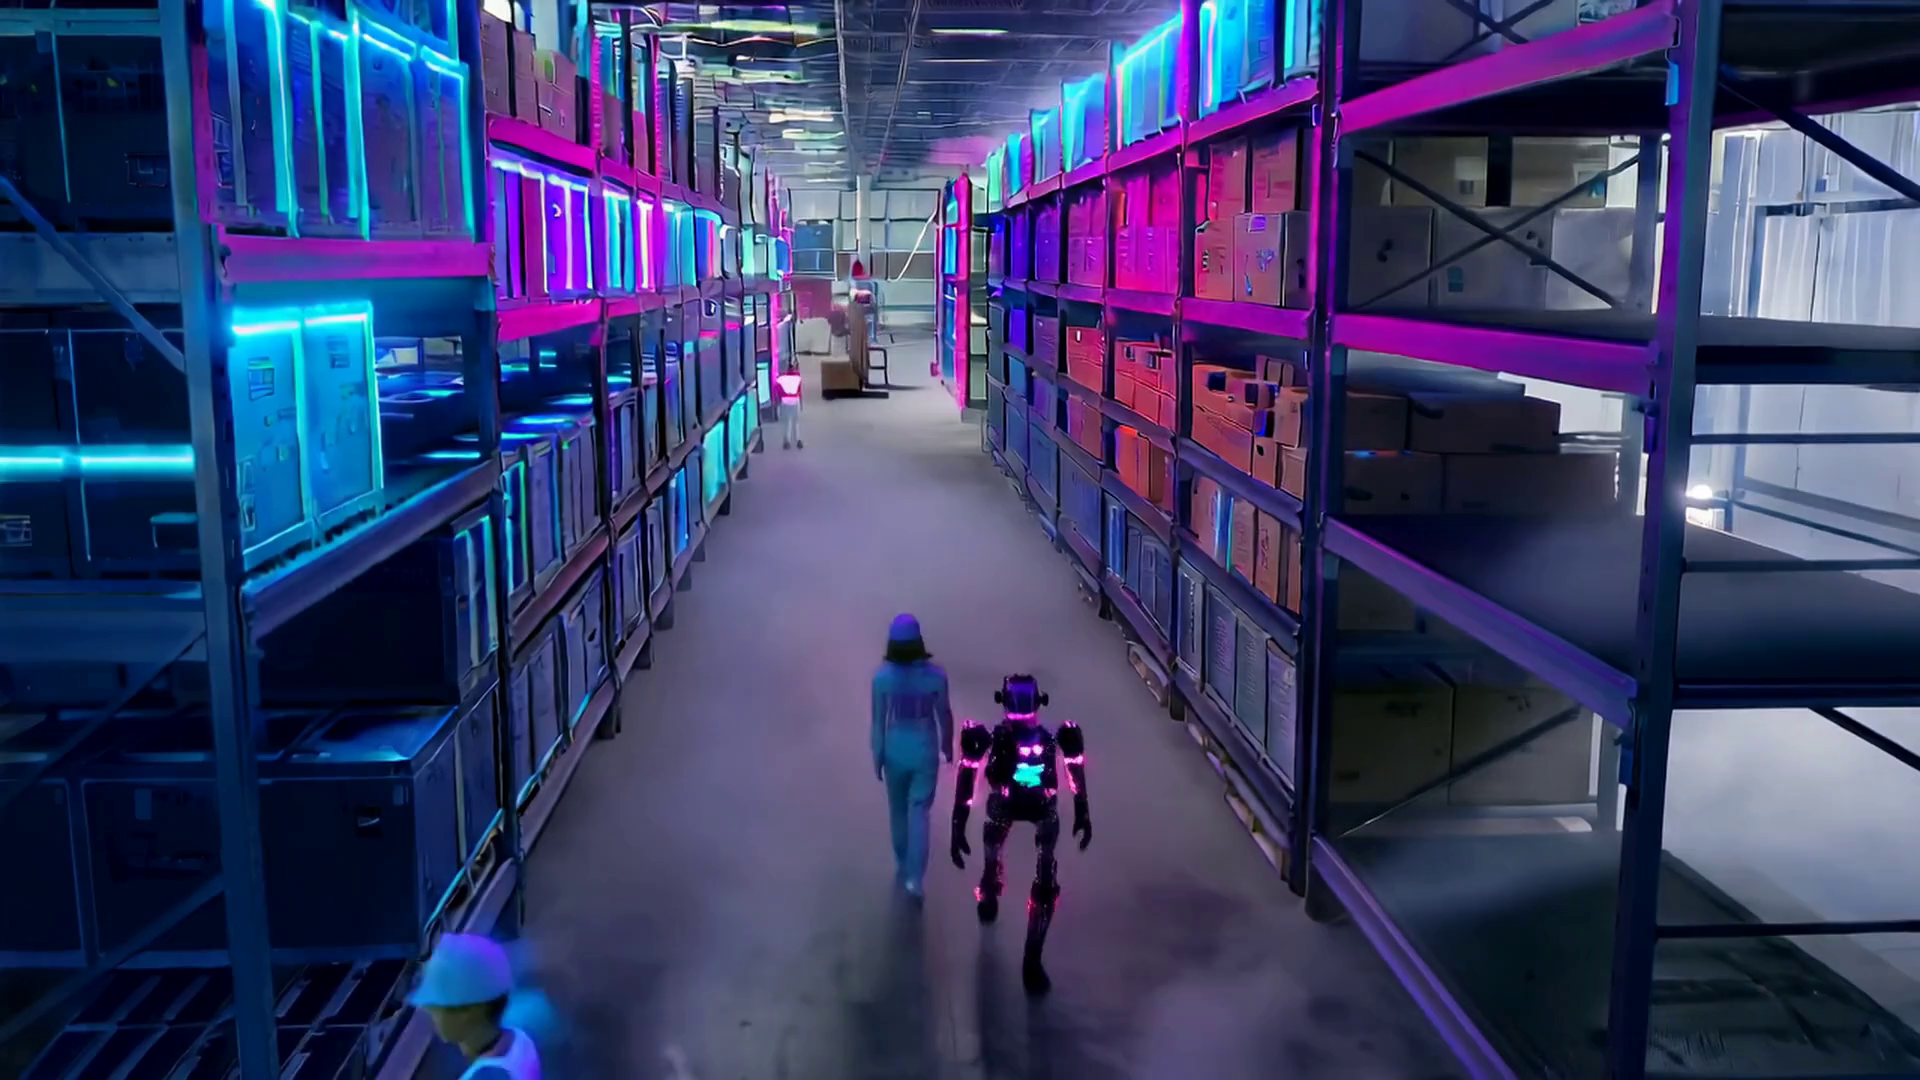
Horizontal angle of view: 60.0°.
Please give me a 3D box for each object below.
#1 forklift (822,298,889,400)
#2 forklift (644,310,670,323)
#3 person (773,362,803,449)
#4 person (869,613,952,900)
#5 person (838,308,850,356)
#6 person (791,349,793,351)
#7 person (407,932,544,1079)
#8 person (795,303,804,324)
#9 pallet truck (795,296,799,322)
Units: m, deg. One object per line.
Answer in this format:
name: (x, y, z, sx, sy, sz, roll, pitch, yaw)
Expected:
forklift: (-2.925, -5.338, 46.355, 1.873, 2.768, 1.129, -1, 10, -3)
forklift: (-10.405, -7.166, 57.273, 1.129, 2.768, 1.873, -1, 10, -3)
person: (-3.515, -2.746, 34.039, 0.599, 1.815, 0.574, -6, 11, -30)
person: (-0.313, 1.304, 10.176, 0.491, 1.707, 0.853, 1, 10, 7)
person: (-4.692, -8.455, 67.745, 0.642, 1.942, 0.999, 9, 13, 44)
person: (-7.111, -8.245, 66.585, 0.797, 1.919, 0.631, -4, 10, -21)
person: (-1.496, 2.082, 4.928, 0.858, 1.902, 0.564, 0, 10, -2)
person: (-8.363, -11.513, 86.818, 0.414, 1.680, 0.557, -9, 13, -44)
pallet truck: (-8.622, -12.439, 91.403, 1.885, 1.965, 0.823, 2, 10, 13)
